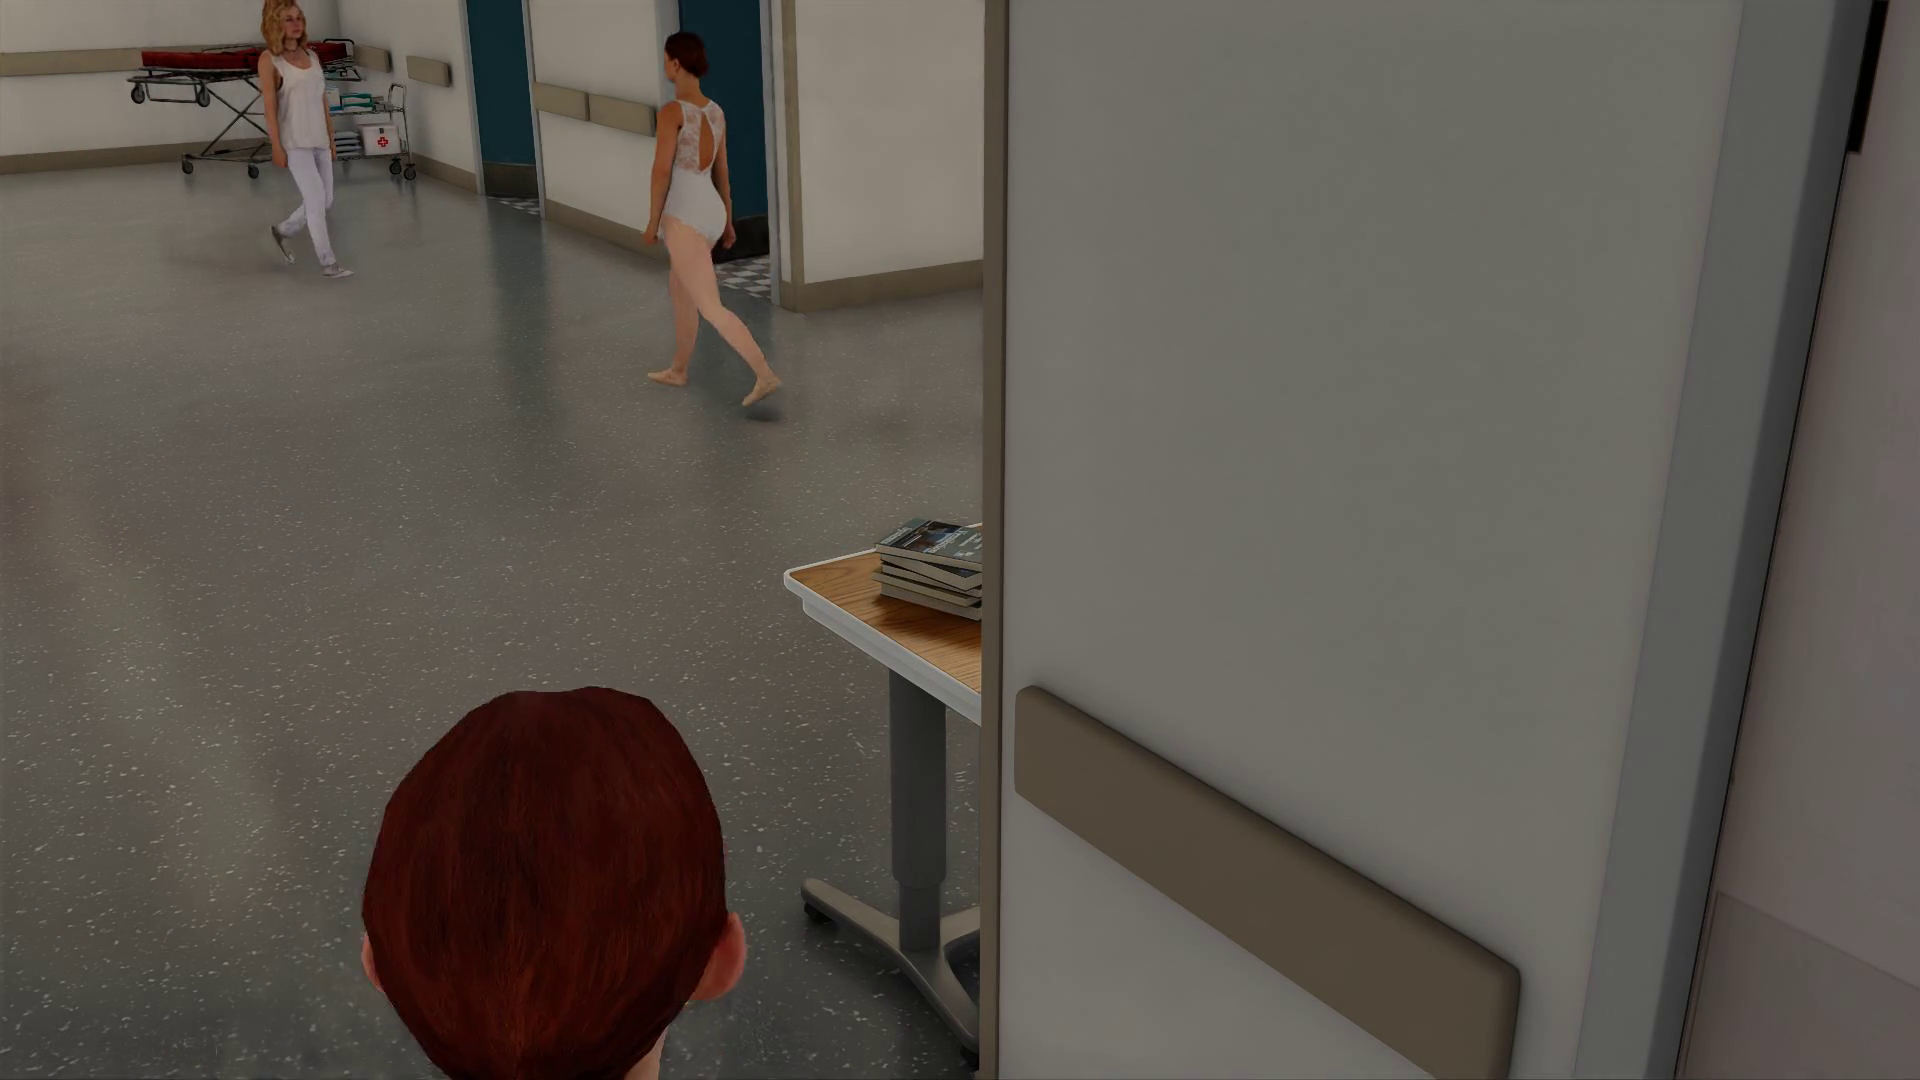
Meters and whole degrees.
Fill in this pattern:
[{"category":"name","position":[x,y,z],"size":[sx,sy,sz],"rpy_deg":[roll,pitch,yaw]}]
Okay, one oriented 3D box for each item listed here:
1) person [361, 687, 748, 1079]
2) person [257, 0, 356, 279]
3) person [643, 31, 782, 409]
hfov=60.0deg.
[{"category":"person","position":[-0.221,0.964,0.996],"size":[0.949,1.740,1.275],"rpy_deg":[-3,21,-8]},{"category":"person","position":[-4.006,-2.409,10.029],"size":[1.032,1.651,0.874],"rpy_deg":[10,23,25]},{"category":"person","position":[-1.099,-1.363,7.332],"size":[1.119,1.605,0.876],"rpy_deg":[10,23,25]}]
